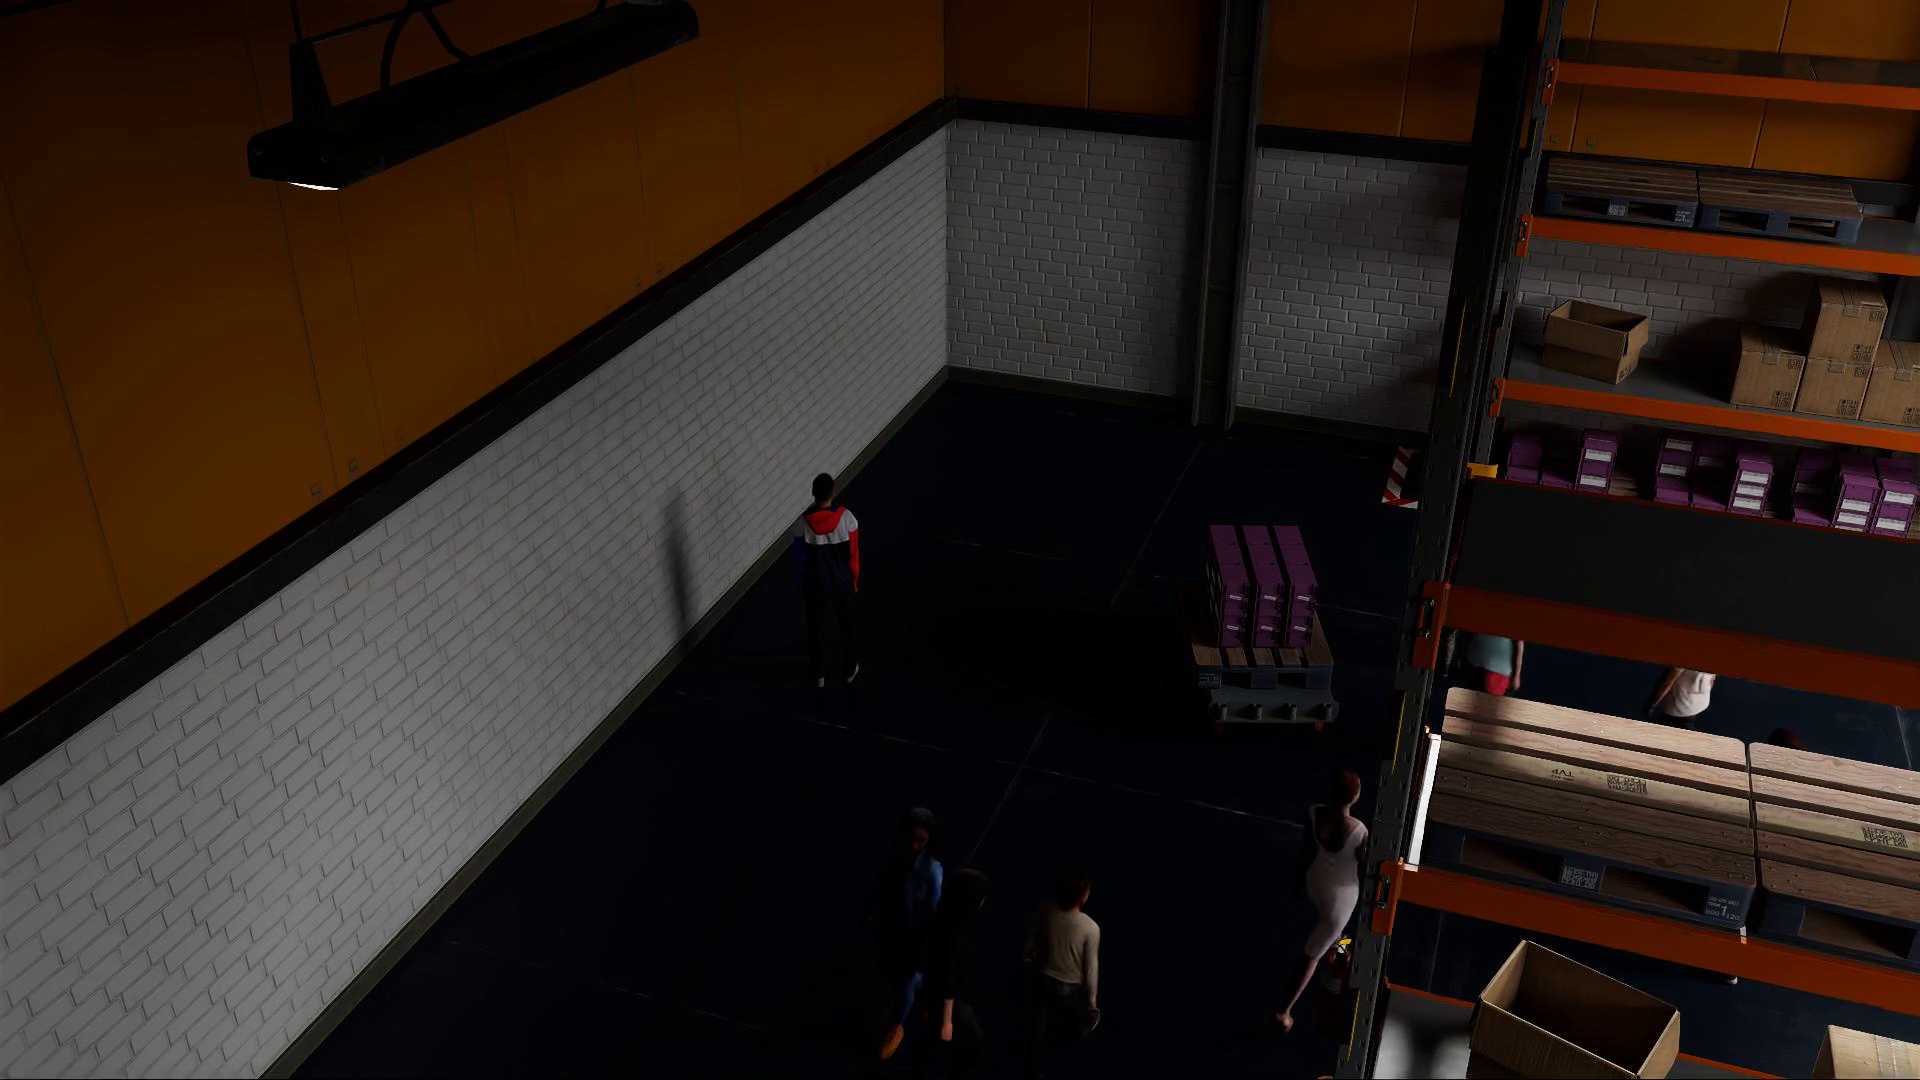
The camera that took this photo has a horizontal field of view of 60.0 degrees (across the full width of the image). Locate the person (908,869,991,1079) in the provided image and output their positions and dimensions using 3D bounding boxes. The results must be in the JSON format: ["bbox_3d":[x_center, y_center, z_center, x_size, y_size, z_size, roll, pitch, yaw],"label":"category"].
[{"bbox_3d":[-0.150,2.426,8.793,0.826,1.610,0.782,-5,29,-9],"label":"person"}]

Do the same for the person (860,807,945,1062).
[{"bbox_3d":[-0.255,2.148,9.219,0.939,1.690,0.881,-17,33,-28],"label":"person"}]

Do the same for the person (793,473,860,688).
[{"bbox_3d":[-0.997,0.299,12.537,0.667,1.757,0.783,-5,29,-10],"label":"person"}]

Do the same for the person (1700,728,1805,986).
[{"bbox_3d":[4.680,1.842,9.743,0.653,1.724,0.693,-16,32,-27],"label":"person"}]

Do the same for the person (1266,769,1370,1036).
[{"bbox_3d":[2.004,2.070,9.314,1.000,1.736,1.119,-23,36,-36],"label":"person"}]

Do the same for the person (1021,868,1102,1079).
[{"bbox_3d":[0.515,2.436,8.964,0.938,1.429,0.788,12,31,20],"label":"person"}]
